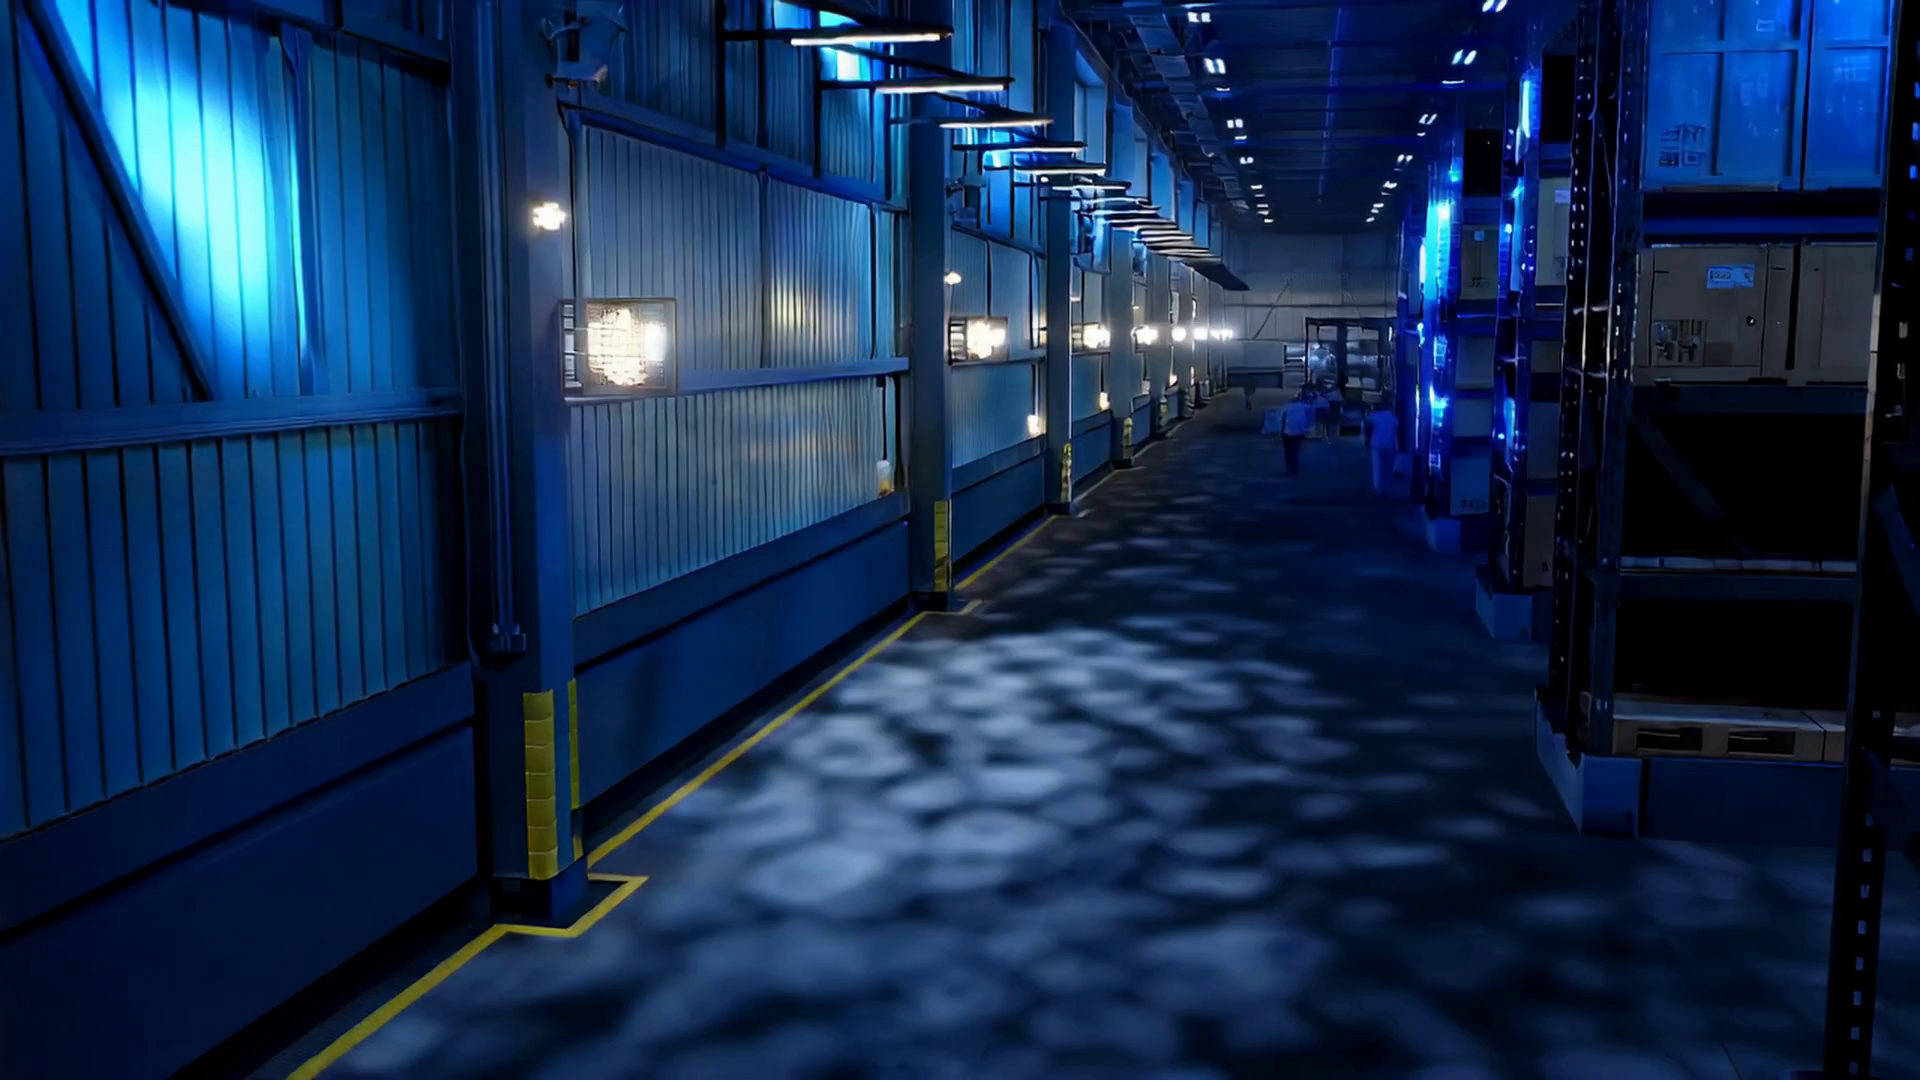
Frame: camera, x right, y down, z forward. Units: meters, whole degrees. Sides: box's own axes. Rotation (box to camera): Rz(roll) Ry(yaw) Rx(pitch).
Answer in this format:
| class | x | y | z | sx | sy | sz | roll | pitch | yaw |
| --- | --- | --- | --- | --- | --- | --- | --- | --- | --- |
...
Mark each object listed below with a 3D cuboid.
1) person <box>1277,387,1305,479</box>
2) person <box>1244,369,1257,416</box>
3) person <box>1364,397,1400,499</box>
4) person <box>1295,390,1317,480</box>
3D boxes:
| class | x | y | z | sx | sy | sz | roll | pitch | yaw |
| --- | --- | --- | --- | --- | --- | --- | --- | --- | --- |
| person | 7.063 | -2.269 | 35.310 | 0.682 | 1.951 | 0.804 | 1 | 7 | 7 |
| person | 10.764 | -5.492 | 61.814 | 0.572 | 1.755 | 0.319 | -5 | 9 | -37 |
| person | 7.880 | -1.722 | 31.112 | 0.647 | 1.898 | 0.999 | 2 | 8 | 19 |
| person | 7.258 | -2.183 | 34.823 | 0.400 | 1.908 | 0.721 | 4 | 8 | 26 |
